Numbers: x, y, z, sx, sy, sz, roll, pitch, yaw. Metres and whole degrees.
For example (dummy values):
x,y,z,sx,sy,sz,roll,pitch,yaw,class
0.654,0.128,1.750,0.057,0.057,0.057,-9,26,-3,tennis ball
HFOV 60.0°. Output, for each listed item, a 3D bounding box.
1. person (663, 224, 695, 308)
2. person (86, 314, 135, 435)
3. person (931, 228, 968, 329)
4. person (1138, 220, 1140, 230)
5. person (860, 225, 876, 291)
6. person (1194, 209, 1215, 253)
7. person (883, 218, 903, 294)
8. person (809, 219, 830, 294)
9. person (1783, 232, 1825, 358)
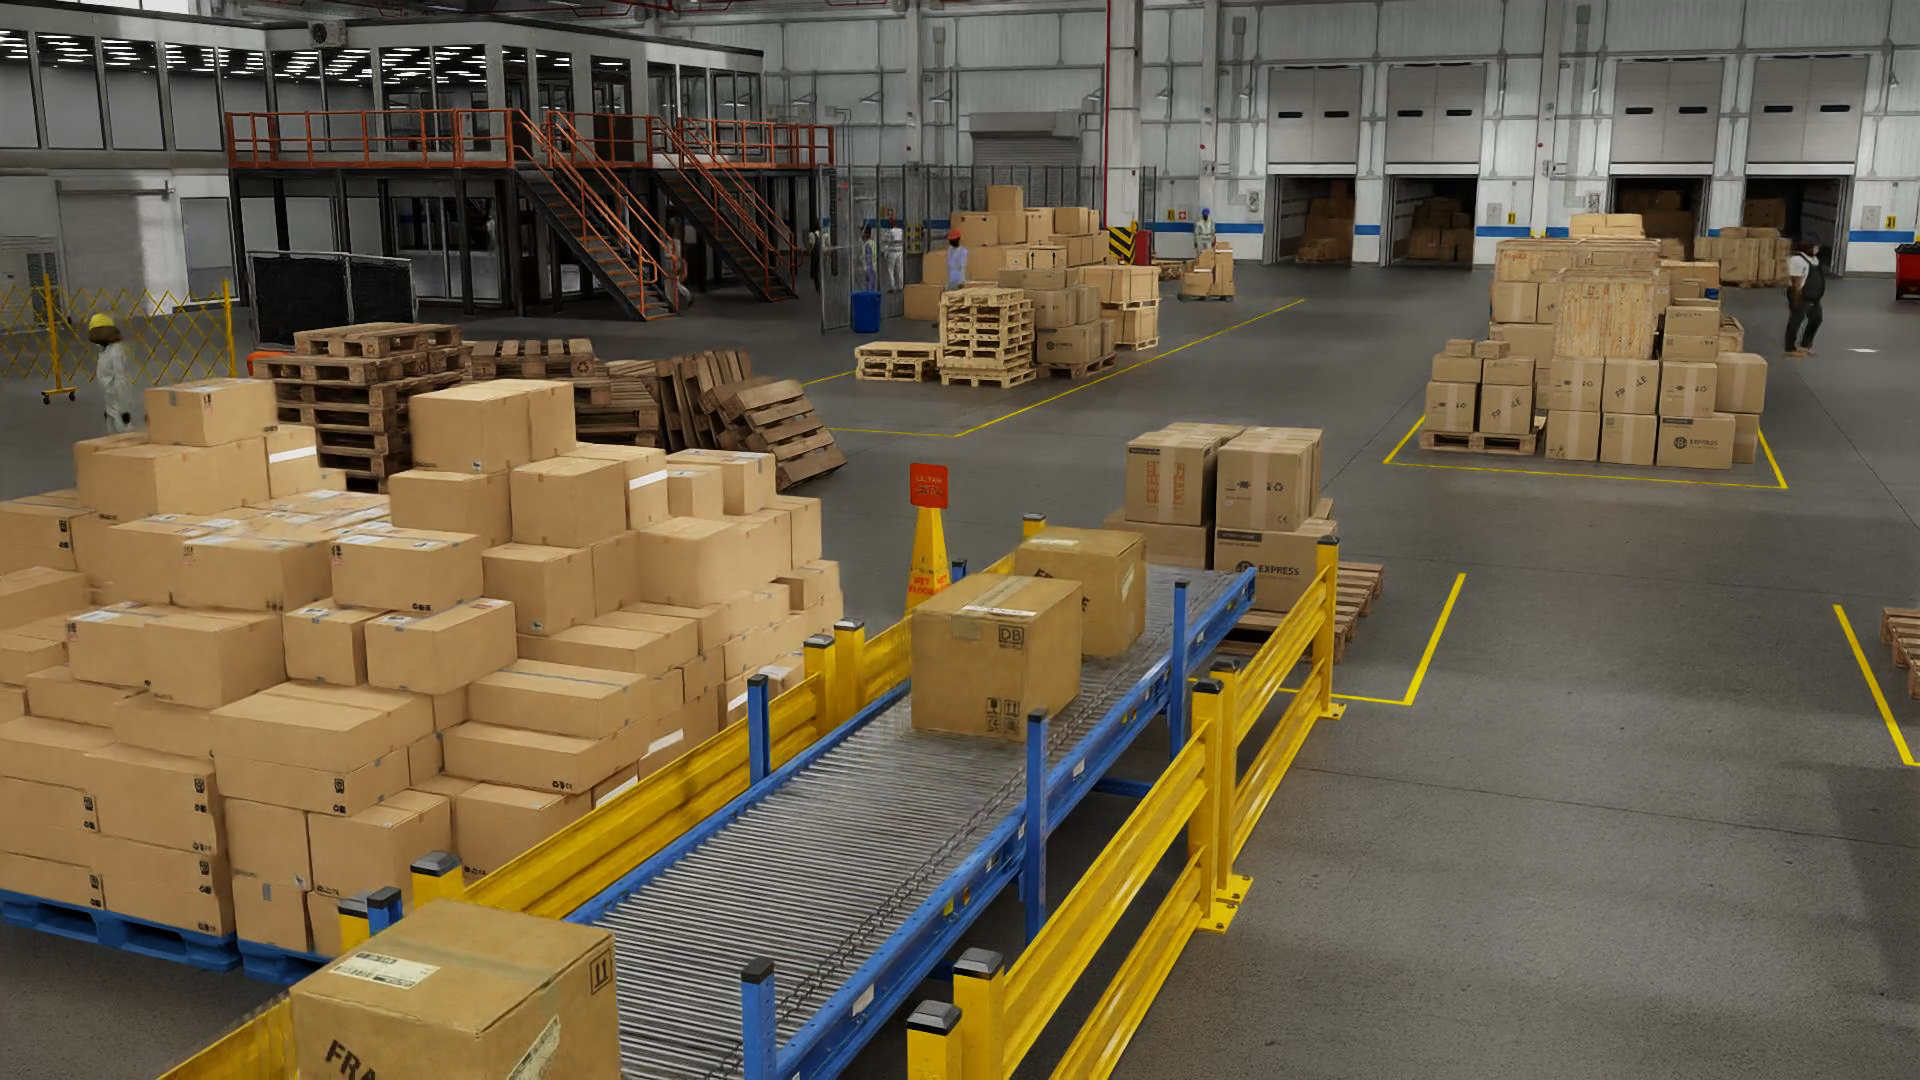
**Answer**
x,y,z,sx,sy,sz,roll,pitch,yaw,class
-6.107,-5.839,35.686,0.770,1.866,0.582,-12,17,-42,person
-7.728,-1.214,15.300,0.367,1.699,0.664,-10,16,-39,person
-0.166,-4.892,31.311,0.783,1.910,0.572,-11,16,-40,person
5.348,-9.369,51.563,0.623,1.845,0.430,-8,15,-30,person
-1.837,-5.451,33.836,0.397,1.911,0.587,0,13,2,person
7.033,-8.548,47.749,0.648,1.890,1.006,-1,13,-6,person
-1.578,-6.910,40.537,0.369,1.863,0.623,12,17,43,person
-3.442,-6.924,40.676,0.520,1.820,0.855,0,13,2,person
13.648,-3.941,26.763,0.701,2.000,0.623,-10,16,-38,person
